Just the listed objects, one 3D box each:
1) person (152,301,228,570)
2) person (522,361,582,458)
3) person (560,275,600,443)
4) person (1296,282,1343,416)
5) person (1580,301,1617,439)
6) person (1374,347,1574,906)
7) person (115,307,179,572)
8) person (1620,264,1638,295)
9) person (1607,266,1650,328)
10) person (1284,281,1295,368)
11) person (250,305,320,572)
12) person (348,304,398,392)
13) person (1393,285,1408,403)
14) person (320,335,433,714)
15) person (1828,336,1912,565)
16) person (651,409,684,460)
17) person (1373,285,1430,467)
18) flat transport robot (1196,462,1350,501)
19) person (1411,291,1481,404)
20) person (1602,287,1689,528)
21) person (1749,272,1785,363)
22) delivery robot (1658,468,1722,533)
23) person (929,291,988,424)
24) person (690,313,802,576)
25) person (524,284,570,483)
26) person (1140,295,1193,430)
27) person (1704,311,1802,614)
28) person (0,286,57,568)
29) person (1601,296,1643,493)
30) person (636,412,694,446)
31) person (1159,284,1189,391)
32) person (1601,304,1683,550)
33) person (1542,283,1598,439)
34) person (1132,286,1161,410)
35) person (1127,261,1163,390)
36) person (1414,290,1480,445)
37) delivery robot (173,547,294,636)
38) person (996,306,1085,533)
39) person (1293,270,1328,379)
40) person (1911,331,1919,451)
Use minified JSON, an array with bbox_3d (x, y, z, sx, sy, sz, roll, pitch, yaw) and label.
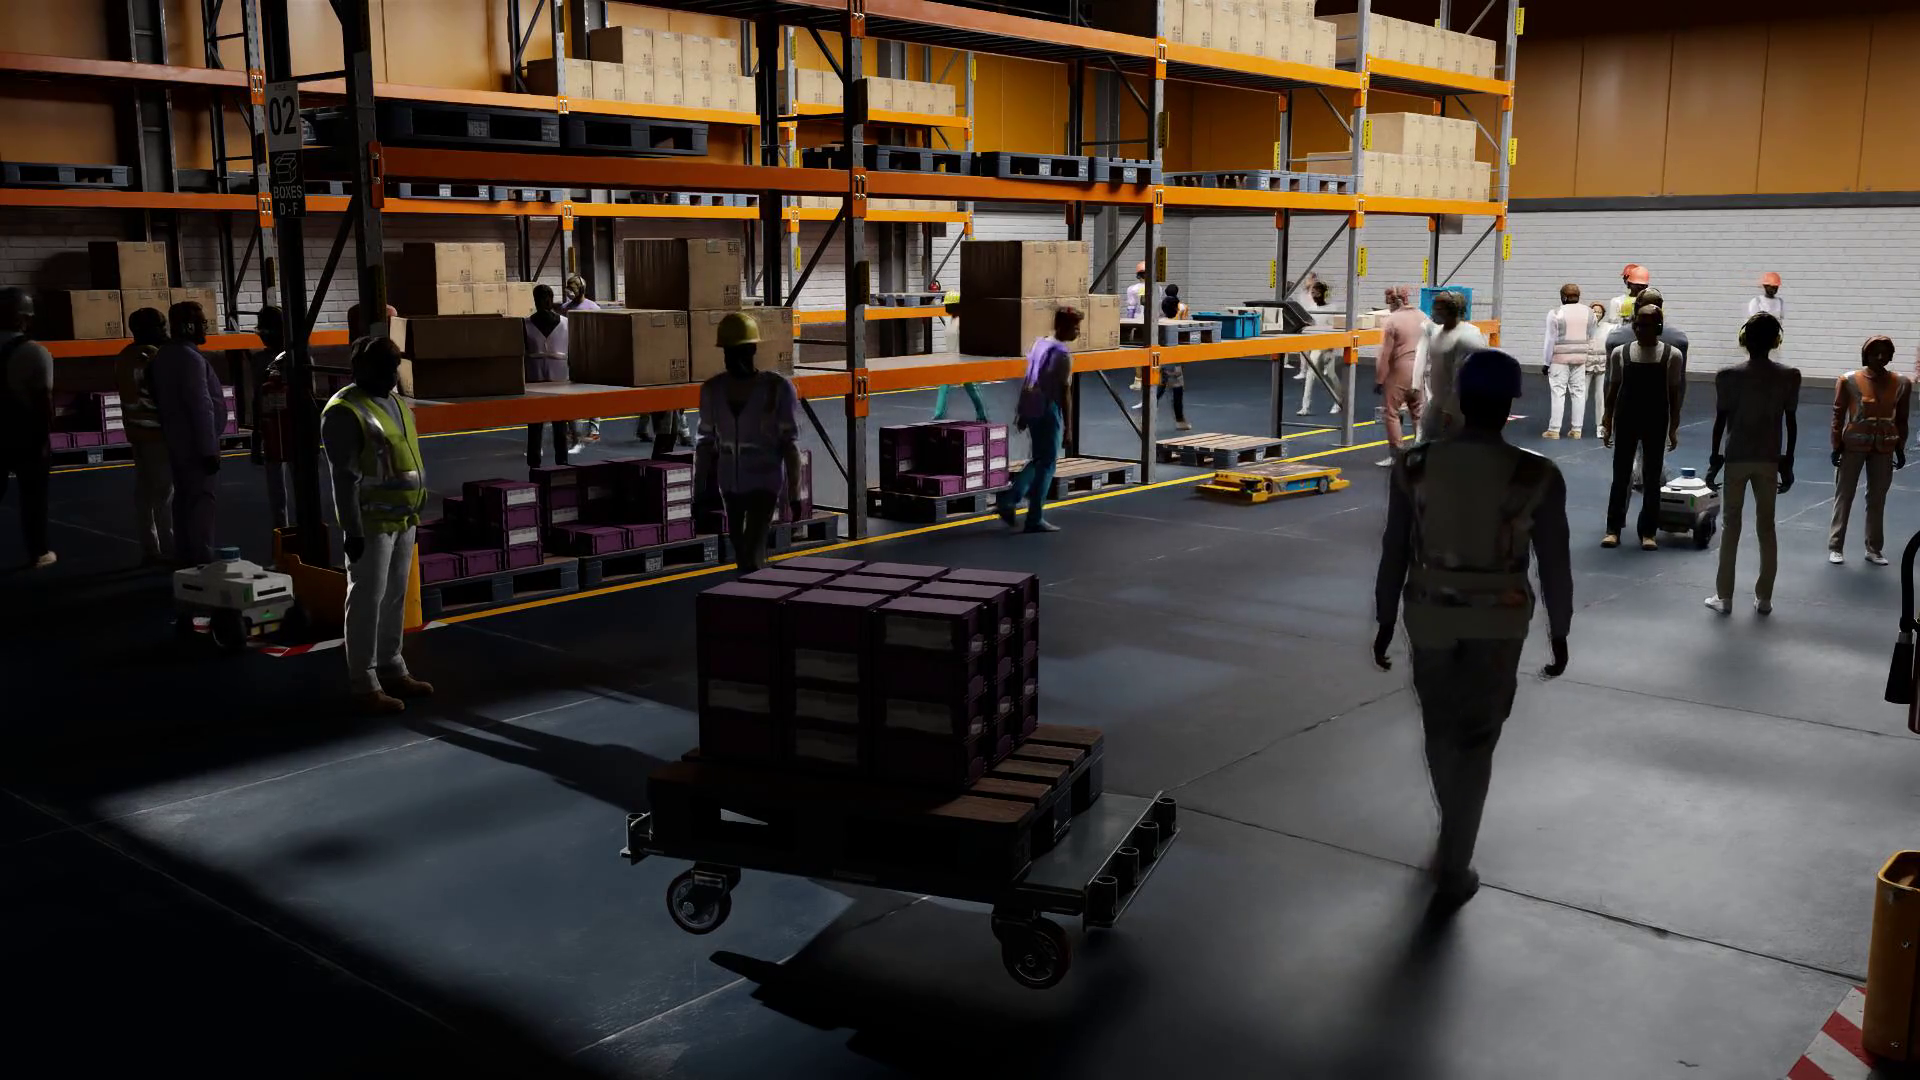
[{"bbox_3d":[-5.075,-0.628,11.067,0.409,1.907,0.651,-9,14,-43],"label":"person"},{"bbox_3d":[-4.400,-1.687,17.998,0.510,1.587,0.856,4,11,22],"label":"person"},{"bbox_3d":[-4.406,-2.089,19.289,0.627,1.940,0.372,6,12,30],"label":"person"},{"bbox_3d":[4.927,-2.591,22.530,0.494,1.818,0.976,9,14,42],"label":"person"},{"bbox_3d":[7.523,-2.016,19.758,0.509,1.629,0.315,2,10,13],"label":"person"},{"bbox_3d":[1.864,0.271,5.944,0.657,1.900,0.962,6,12,32],"label":"person"},{"bbox_3d":[-5.617,-0.702,11.666,0.629,1.846,0.429,8,13,39],"label":"person"},{"bbox_3d":[10.735,-3.416,26.682,0.384,1.993,0.623,2,10,13],"label":"person"},{"bbox_3d":[8.079,-2.257,19.979,0.605,2.034,0.392,-1,10,-3],"label":"person"},{"bbox_3d":[6.121,-4.045,31.292,0.315,1.636,0.515,-2,10,-10],"label":"person"},{"bbox_3d":[-4.687,-0.689,11.531,0.533,1.864,0.310,2,10,14],"label":"person"},{"bbox_3d":[-6.488,-1.984,18.531,0.612,1.997,0.375,2,10,9],"label":"person"},{"bbox_3d":[6.108,-2.657,23.094,0.540,1.745,0.512,7,12,35],"label":"person"},{"bbox_3d":[-2.835,-0.084,8.164,0.429,1.837,0.633,2,10,9],"label":"person"},{"bbox_3d":[6.482,-0.638,11.879,0.514,1.641,0.309,2,10,9],"label":"person"},{"bbox_3d":[-2.553,-1.260,14.578,0.357,1.938,0.545,1,10,8],"label":"person"},{"bbox_3d":[4.616,-1.696,17.235,0.768,1.878,0.396,-6,11,-29],"label":"person"},{"bbox_3d":[2.885,-0.550,15.272,1.431,0.197,0.652,-9,13,-40],"label":"flat transport robot"},{"bbox_3d":[4.756,-1.502,16.256,0.612,1.829,1.033,5,11,26],"label":"person"},{"bbox_3d":[5.503,-1.057,13.418,0.635,1.939,0.366,2,10,10],"label":"person"},{"bbox_3d":[11.404,-2.834,23.579,0.552,1.922,0.474,-2,10,-9],"label":"person"},{"bbox_3d":[5.611,-0.312,12.844,0.477,0.478,0.707,8,13,40],"label":"delivery robot"},{"bbox_3d":[-0.031,-2.254,20.847,0.902,1.721,0.534,-6,12,-32],"label":"person"},{"bbox_3d":[-1.222,-0.282,9.109,0.609,1.897,0.791,4,11,23],"label":"person"},{"bbox_3d":[-3.956,-1.485,15.930,0.596,1.910,0.383,-3,10,-16],"label":"person"},{"bbox_3d":[2.553,-2.174,20.527,0.692,1.681,0.540,-6,12,-32],"label":"person"},{"bbox_3d":[4.888,-0.470,10.284,0.513,1.867,0.328,2,10,11],"label":"person"},{"bbox_3d":[-6.573,-0.762,11.446,0.687,2.000,0.849,-2,10,-9],"label":"person"},{"bbox_3d":[6.198,-1.326,15.309,0.589,1.811,0.425,-4,11,-21],"label":"person"},{"bbox_3d":[-3.463,-1.965,19.086,0.593,1.778,0.918,-8,13,-38],"label":"person"},{"bbox_3d":[3.323,-3.165,26.104,0.535,1.699,0.318,2,10,9],"label":"person"},{"bbox_3d":[5.100,-0.839,12.454,0.514,1.839,0.331,5,11,25],"label":"person"},{"bbox_3d":[7.184,-2.109,19.691,0.626,1.842,0.429,-1,10,-8],"label":"person"},{"bbox_3d":[2.613,-2.669,23.149,0.306,1.745,0.483,-3,10,-17],"label":"person"},{"bbox_3d":[2.915,-3.403,26.480,0.614,2.039,0.387,-3,10,-17],"label":"person"},{"bbox_3d":[3.980,-1.079,13.616,0.448,1.920,0.625,-3,10,-18],"label":"person"},{"bbox_3d":[-4.132,0.284,9.450,0.707,0.478,0.477,6,12,31],"label":"delivery robot"},{"bbox_3d":[0.656,-0.938,13.118,0.600,1.802,0.622,-4,11,-21],"label":"person"},{"bbox_3d":[6.112,-3.717,28.726,0.605,1.885,0.652,-5,11,-27],"label":"person"},{"bbox_3d":[10.871,-1.835,18.414,0.568,1.752,0.308,8,13,40],"label":"person"}]
